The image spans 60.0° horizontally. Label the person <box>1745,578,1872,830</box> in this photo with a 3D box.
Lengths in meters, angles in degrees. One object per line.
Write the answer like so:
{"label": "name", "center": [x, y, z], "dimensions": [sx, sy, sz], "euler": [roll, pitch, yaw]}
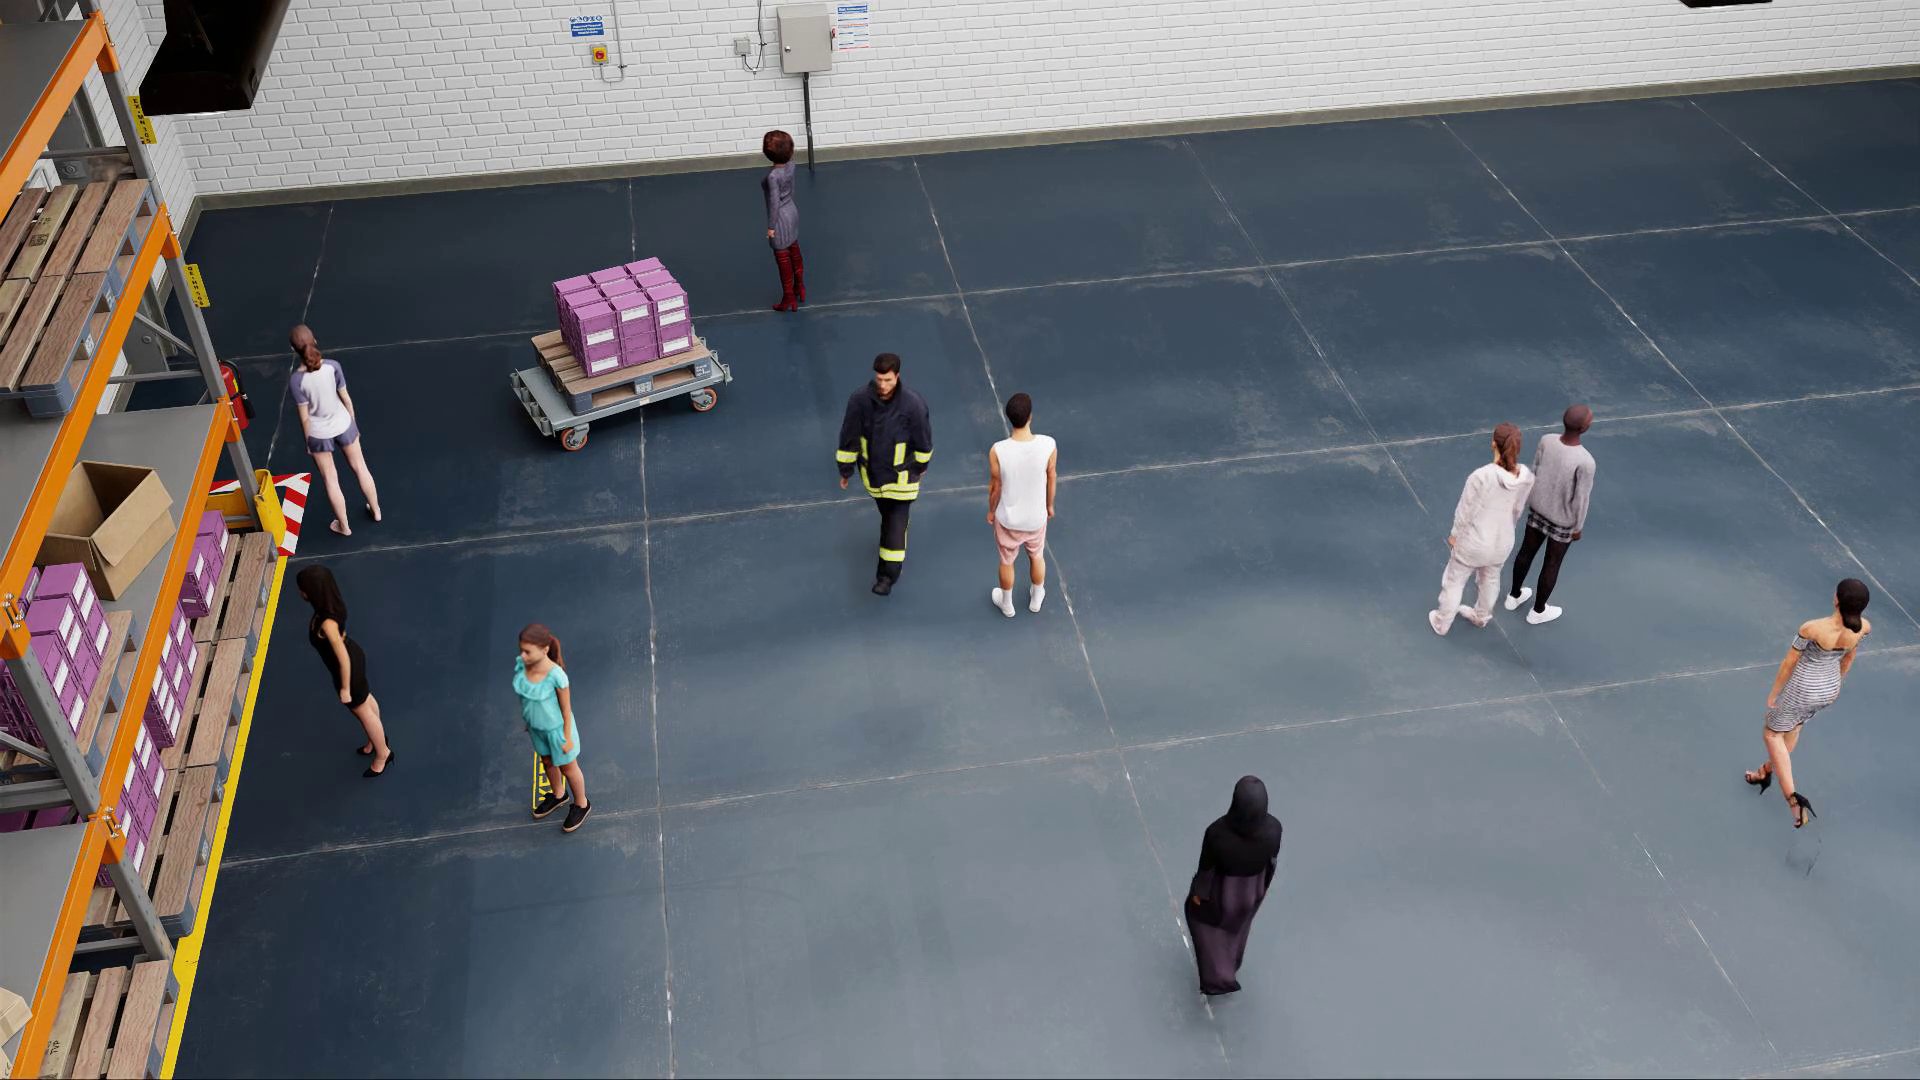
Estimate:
{"label": "person", "center": [5.118, 0.997, 9.995], "dimensions": [0.636, 1.803, 0.930], "euler": [-3, 39, -4]}

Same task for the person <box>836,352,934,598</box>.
{"label": "person", "center": [-0.490, -0.597, 11.935], "dimensions": [1.126, 1.873, 1.322], "euler": [11, 40, 14]}

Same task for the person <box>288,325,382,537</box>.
{"label": "person", "center": [-4.656, -0.810, 12.287], "dimensions": [0.679, 1.767, 0.708], "euler": [-28, 46, -30]}

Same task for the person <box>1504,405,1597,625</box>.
{"label": "person", "center": [4.097, -0.188, 11.505], "dimensions": [0.749, 1.771, 0.610], "euler": [-23, 44, -26]}

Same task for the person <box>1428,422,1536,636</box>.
{"label": "person", "center": [3.626, -0.017, 11.366], "dimensions": [0.635, 1.678, 0.579], "euler": [-7, 39, -9]}

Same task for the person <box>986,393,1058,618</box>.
{"label": "person", "center": [0.422, -0.209, 11.522], "dimensions": [0.627, 1.784, 0.555], "euler": [-6, 39, -7]}

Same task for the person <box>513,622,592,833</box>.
{"label": "person", "center": [-2.475, 1.109, 10.051], "dimensions": [0.651, 1.558, 0.706], "euler": [21, 43, 24]}

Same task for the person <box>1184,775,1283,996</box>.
{"label": "person", "center": [1.482, 1.913, 9.007], "dimensions": [0.610, 1.606, 0.771], "euler": [-5, 39, -6]}

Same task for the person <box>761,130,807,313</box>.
{"label": "person", "center": [-1.581, -2.857, 14.896], "dimensions": [0.731, 1.710, 0.625], "euler": [15, 41, 18]}

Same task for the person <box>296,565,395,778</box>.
{"label": "person", "center": [-3.810, 0.810, 10.354], "dimensions": [0.648, 1.649, 0.475], "euler": [-12, 40, -15]}
